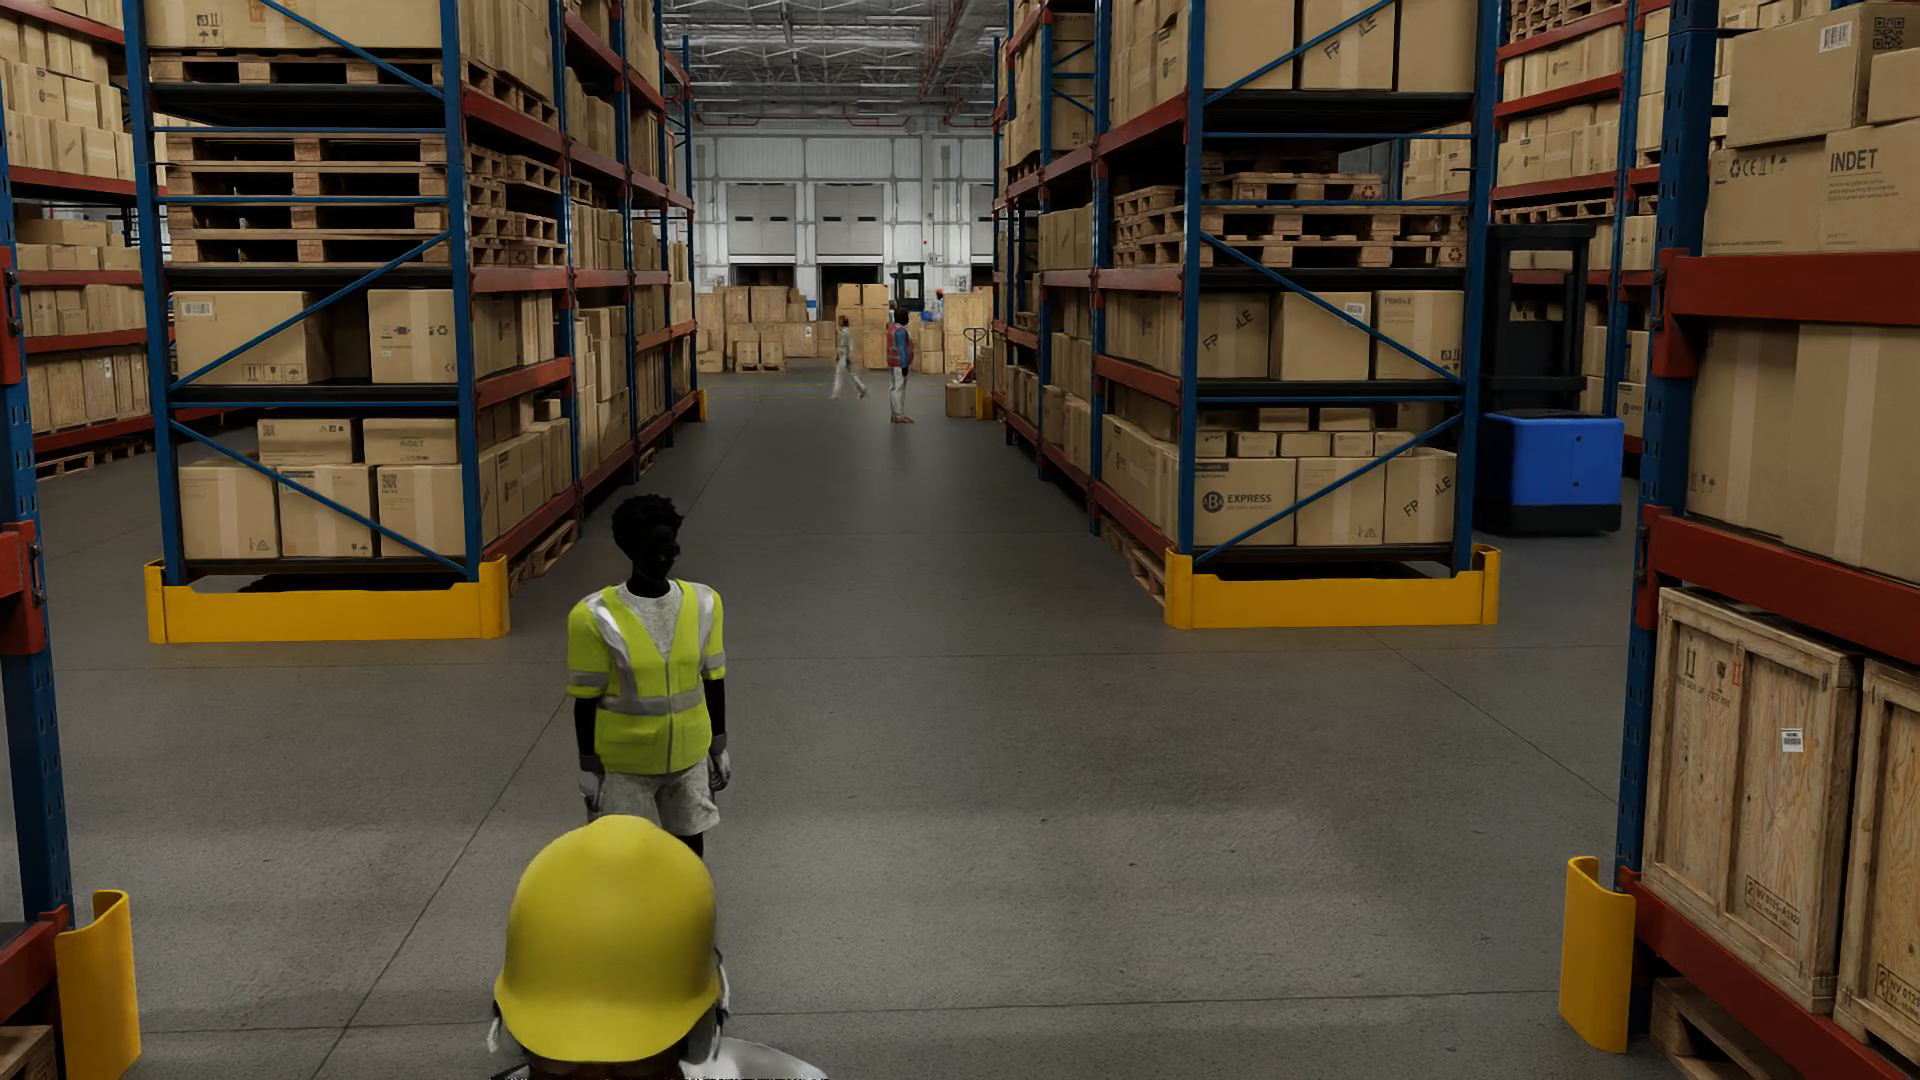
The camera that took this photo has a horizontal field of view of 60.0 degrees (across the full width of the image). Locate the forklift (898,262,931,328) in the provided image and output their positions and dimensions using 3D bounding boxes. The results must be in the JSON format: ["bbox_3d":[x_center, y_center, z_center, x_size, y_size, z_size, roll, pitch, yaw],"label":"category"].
[{"bbox_3d":[-1.728,-8.494,59.163,1.129,2.768,1.873,-2,9,-14],"label":"forklift"}]

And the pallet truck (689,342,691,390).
[{"bbox_3d":[-5.225,-3.008,27.480,1.885,1.965,0.823,2,9,14],"label":"pallet truck"}]

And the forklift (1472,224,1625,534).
[{"bbox_3d":[5.349,-1.544,15.525,1.129,2.768,1.873,-1,9,-4],"label":"forklift"}]

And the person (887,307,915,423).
[{"bbox_3d":[-0.949,-2.787,26.582,0.430,1.845,0.623,-3,9,-16],"label":"person"}]

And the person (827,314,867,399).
[{"bbox_3d":[-2.157,-3.495,31.718,0.742,1.613,0.513,-2,9,-10],"label":"person"}]

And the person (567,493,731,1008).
[{"bbox_3d":[-0.970,0.688,5.244,0.536,1.692,0.319,-6,11,-34],"label":"person"}]

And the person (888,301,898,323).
[{"bbox_3d":[-1.874,-5.858,46.500,0.311,1.639,0.521,1,9,8],"label":"person"}]

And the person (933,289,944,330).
[{"bbox_3d":[-0.628,-7.340,54.956,0.592,1.915,0.556,4,10,22],"label":"person"}]

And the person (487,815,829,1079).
[{"bbox_3d":[-0.356,1.169,1.782,0.592,1.828,0.404,-6,11,-33],"label":"person"}]
